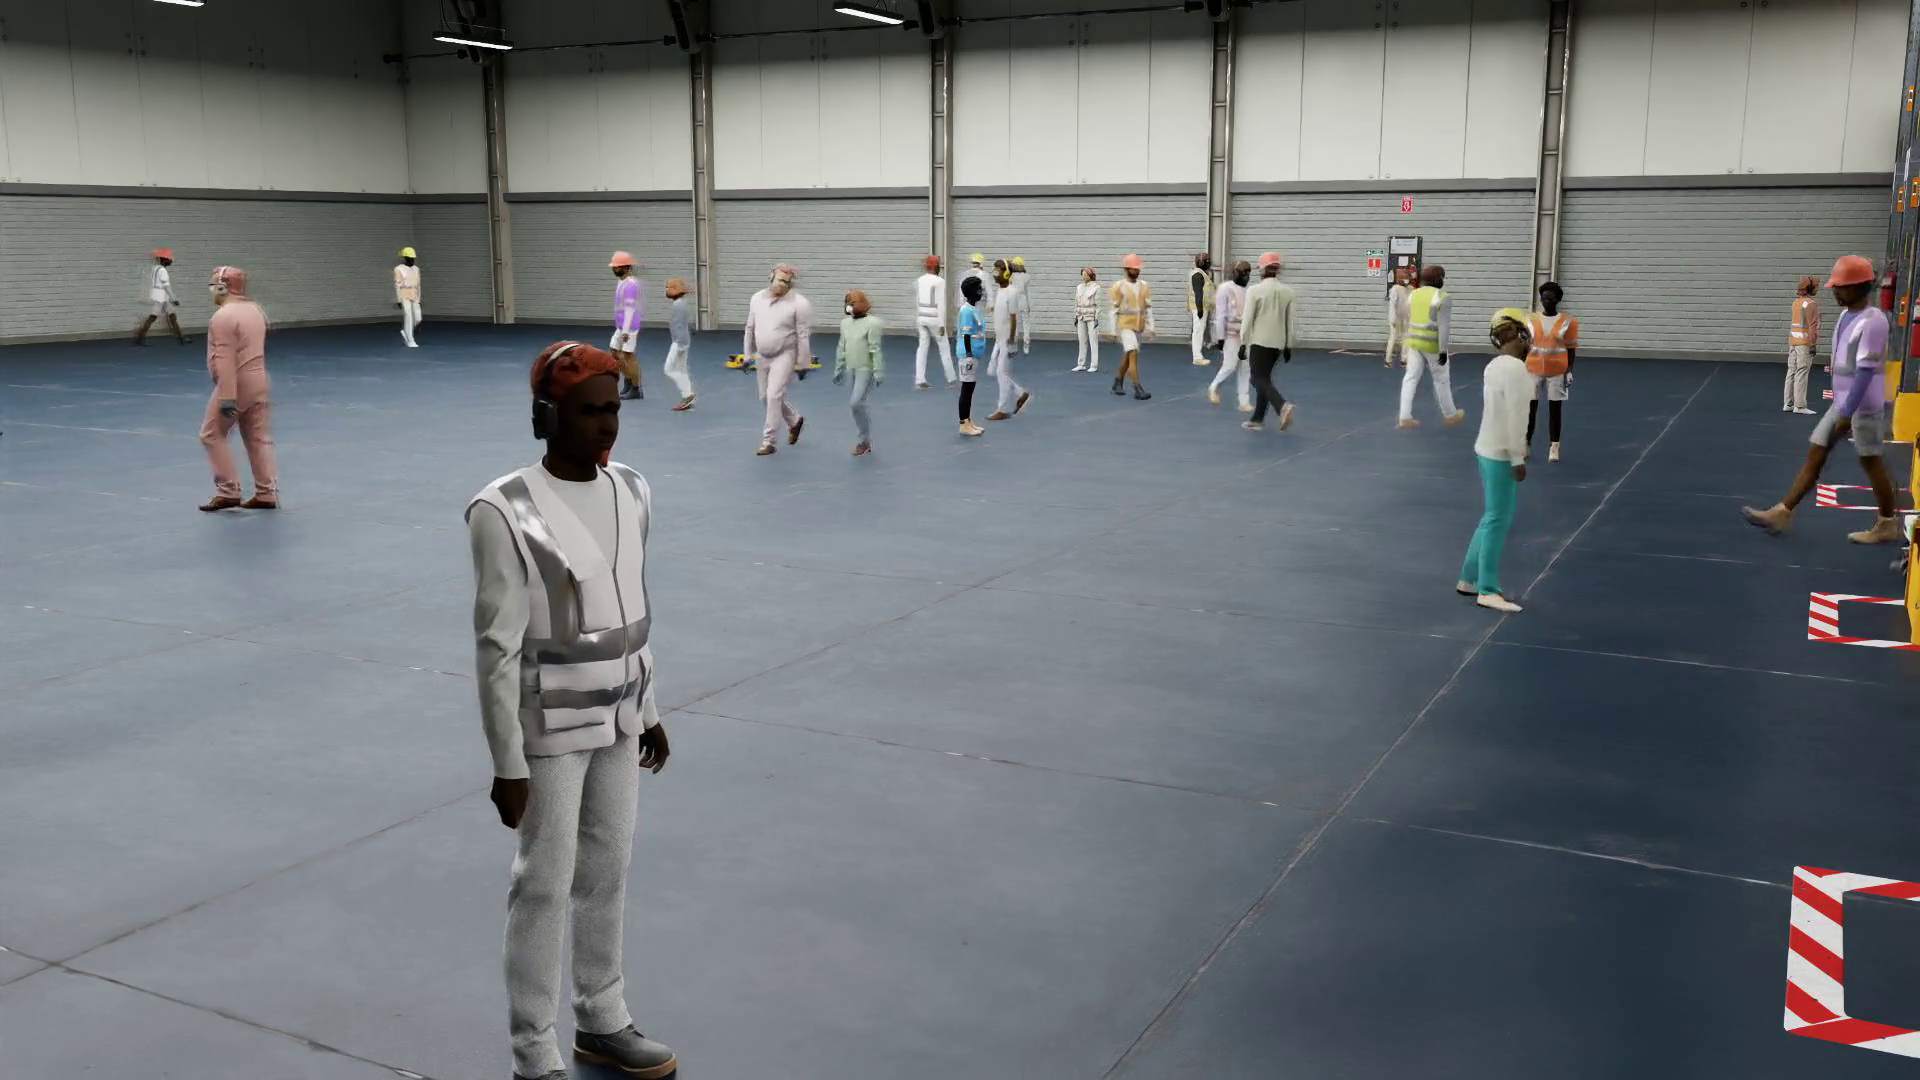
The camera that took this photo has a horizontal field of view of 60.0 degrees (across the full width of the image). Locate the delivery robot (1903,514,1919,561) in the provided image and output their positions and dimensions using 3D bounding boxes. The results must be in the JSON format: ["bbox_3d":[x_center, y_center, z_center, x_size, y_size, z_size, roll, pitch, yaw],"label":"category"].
[{"bbox_3d":[6.081,-0.013,10.000,0.707,0.478,0.477,5,12,26],"label":"delivery robot"}]

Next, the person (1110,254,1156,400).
[{"bbox_3d":[2.240,-2.810,21.891,0.548,1.896,1.019,-6,12,-28],"label":"person"}]

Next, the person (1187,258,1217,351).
[{"bbox_3d":[4.539,-4.426,31.046,0.545,1.774,1.068,-6,12,-29],"label":"person"}]

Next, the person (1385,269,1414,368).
[{"bbox_3d":[7.048,-3.539,26.629,0.517,1.596,0.611,-5,12,-26],"label":"person"}]

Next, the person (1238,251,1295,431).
[{"bbox_3d":[3.364,-2.127,17.950,0.620,1.960,0.842,-6,12,-30],"label":"person"}]

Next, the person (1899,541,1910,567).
[{"bbox_3d":[6.425,-0.686,10.247,1.045,1.900,0.638,4,11,21],"label":"person"}]

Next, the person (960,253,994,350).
[{"bbox_3d":[0.369,-4.263,30.038,0.595,1.797,0.879,9,14,41],"label":"person"}]

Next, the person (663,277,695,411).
[{"bbox_3d":[-3.419,-2.359,20.124,0.364,1.617,0.531,-1,10,-7],"label":"person"}]

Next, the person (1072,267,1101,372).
[{"bbox_3d":[1.995,-3.445,26.011,0.307,1.641,0.513,-10,15,-44],"label":"person"}]

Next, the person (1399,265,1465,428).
[{"bbox_3d":[5.261,-2.149,18.523,0.944,1.789,0.650,-7,13,-34],"label":"person"}]

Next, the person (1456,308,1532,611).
[{"bbox_3d":[3.067,-0.454,9.516,0.345,1.721,0.592,1,10,7],"label":"person"}]

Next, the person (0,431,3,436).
[{"bbox_3d":[-10.211,-1.822,16.586,1.065,1.845,0.549,-2,11,-11],"label":"person"}]

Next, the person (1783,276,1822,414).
[{"bbox_3d":[10.090,-2.325,19.905,0.309,1.641,0.514,0,10,1],"label":"person"}]

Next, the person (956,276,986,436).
[{"bbox_3d":[0.121,-1.963,17.772,0.315,1.695,0.541,1,10,8],"label":"person"}]

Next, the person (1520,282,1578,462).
[{"bbox_3d":[5.539,-1.585,15.712,0.536,1.696,0.322,6,12,29],"label":"person"}]

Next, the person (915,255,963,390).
[{"bbox_3d":[-0.290,-3.015,23.087,0.828,1.853,0.611,-9,14,-42],"label":"person"}]

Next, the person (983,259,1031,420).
[{"bbox_3d":[0.533,-2.301,19.174,0.506,1.860,0.538,-3,11,-17],"label":"person"}]

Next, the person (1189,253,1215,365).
[{"bbox_3d":[4.004,-3.824,27.530,0.429,1.844,0.627,2,11,12],"label":"person"}]

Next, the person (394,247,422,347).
[{"bbox_3d":[-10.532,-4.625,31.727,0.543,1.909,0.588,6,12,31],"label":"person"}]

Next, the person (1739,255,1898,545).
[{"bbox_3d":[6.000,-0.936,11.391,1.059,1.980,0.621,1,10,6],"label":"person"}]

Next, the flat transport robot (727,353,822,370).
[{"bbox_3d":[-2.966,-2.850,26.503,1.431,0.197,0.652,7,13,34],"label":"flat transport robot"}]

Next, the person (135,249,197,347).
[{"bbox_3d":[-15.355,-4.636,31.925,1.082,1.875,0.532,-4,11,-22],"label":"person"}]

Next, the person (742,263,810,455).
[{"bbox_3d":[-1.765,-1.791,16.385,0.670,1.869,0.822,6,12,29],"label":"person"}]

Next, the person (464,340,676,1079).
[{"bbox_3d":[-0.927,0.462,4.038,0.337,1.882,0.585,5,12,27],"label":"person"}]

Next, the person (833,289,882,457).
[{"bbox_3d":[-1.016,-1.600,16.026,0.514,1.617,0.511,-10,15,-44],"label":"person"}]

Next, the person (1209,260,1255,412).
[{"bbox_3d":[3.354,-2.476,20.206,0.641,1.829,0.607,-6,12,-28],"label":"person"}]

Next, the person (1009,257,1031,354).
[{"bbox_3d":[1.045,-4.224,29.976,0.491,1.743,0.324,-4,11,-20],"label":"person"}]

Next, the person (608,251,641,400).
[{"bbox_3d":[-4.359,-2.769,21.570,0.440,1.917,0.559,-5,11,-24],"label":"person"}]

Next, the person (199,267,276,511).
[{"bbox_3d":[-5.668,-1.156,12.856,0.664,1.883,0.668,1,10,4],"label":"person"}]
